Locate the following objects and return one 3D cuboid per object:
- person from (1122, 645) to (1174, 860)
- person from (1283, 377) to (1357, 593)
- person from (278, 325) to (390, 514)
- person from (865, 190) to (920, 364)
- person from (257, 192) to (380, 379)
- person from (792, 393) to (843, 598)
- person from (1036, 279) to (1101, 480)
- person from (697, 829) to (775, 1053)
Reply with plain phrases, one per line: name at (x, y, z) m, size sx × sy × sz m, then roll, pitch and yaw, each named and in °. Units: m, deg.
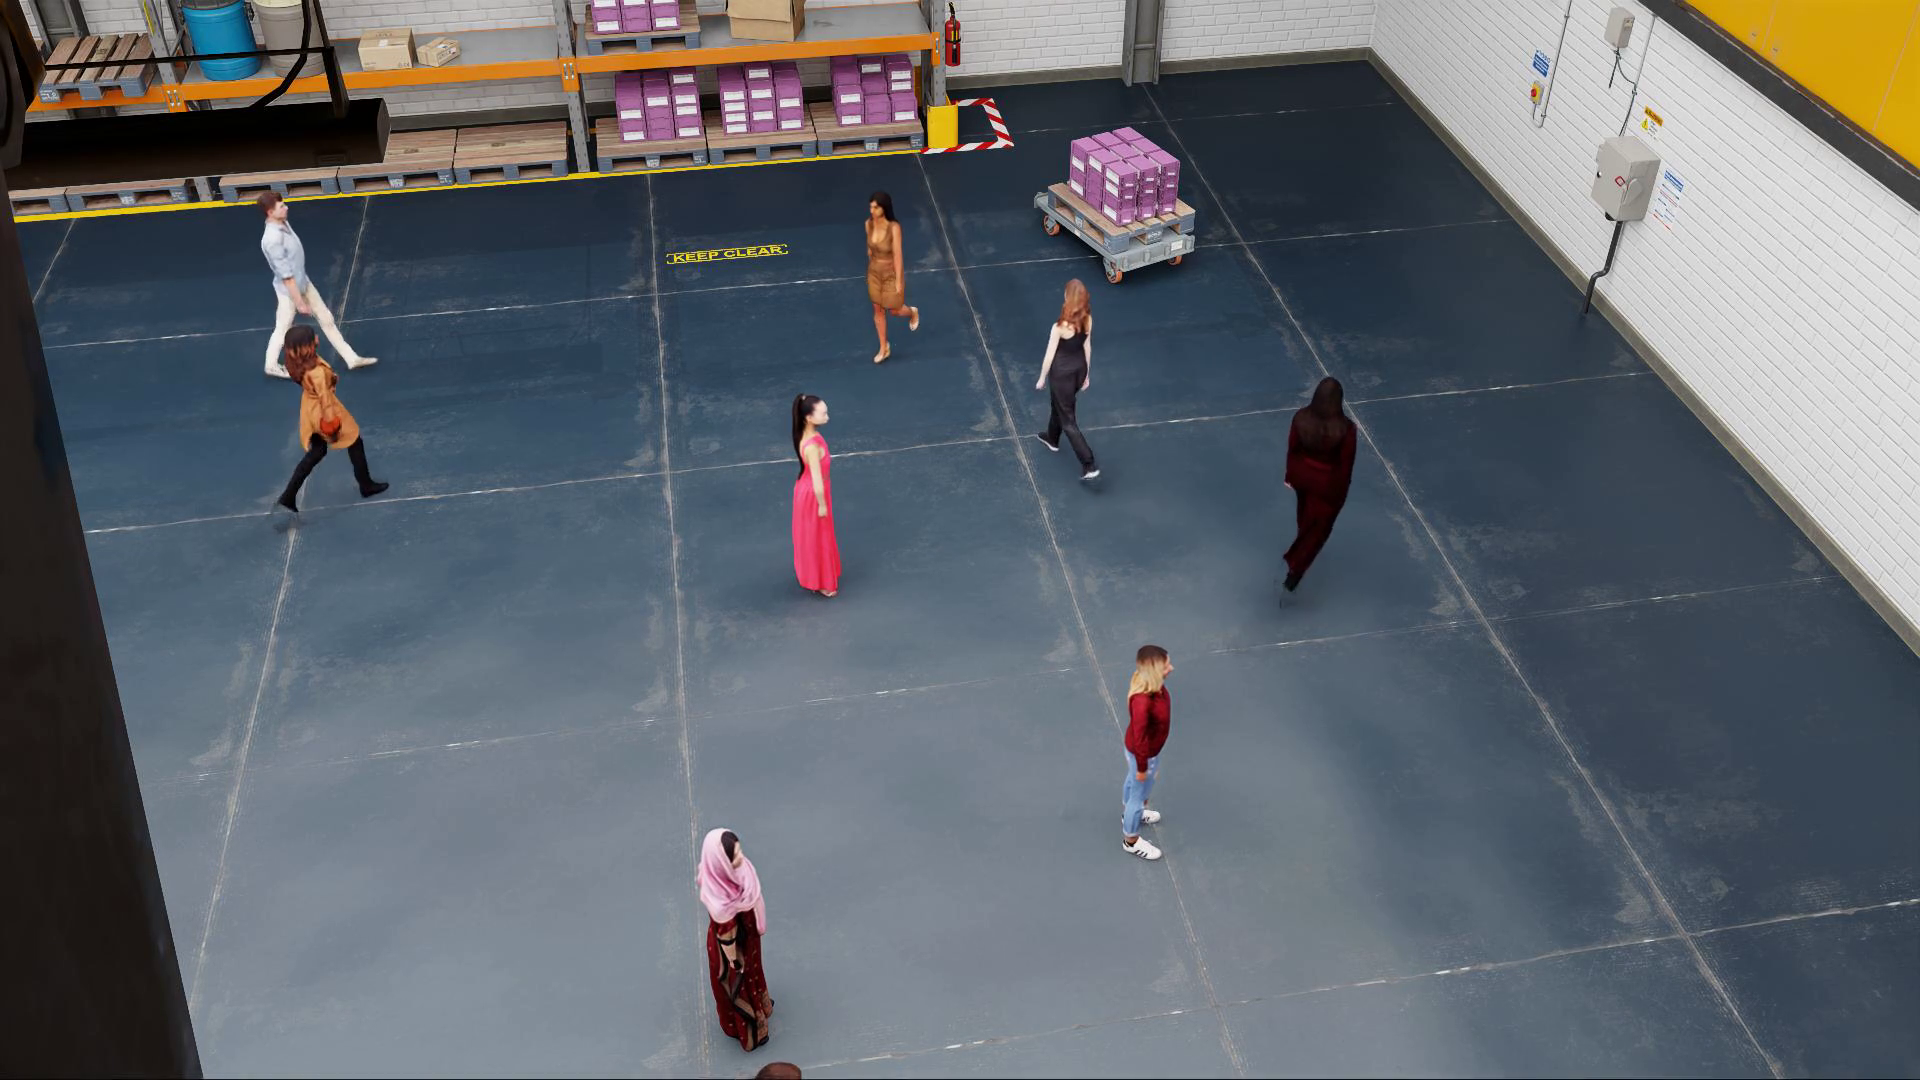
person at (1.154, 1.287, 10.391) m, size 0.625 × 1.634 × 0.663 m, roll 4°, pitch 39°, yaw 6°
person at (2.643, -0.386, 12.412) m, size 1.094 × 1.727 × 1.165 m, roll 24°, pitch 45°, yaw 27°
person at (-5.092, -0.923, 13.110) m, size 1.079 × 1.695 × 1.215 m, roll 32°, pitch 48°, yaw 33°
person at (-0.610, -2.398, 14.975) m, size 0.875 × 1.671 × 0.922 m, roll 22°, pitch 43°, yaw 25°
person at (-5.945, -2.182, 14.601) m, size 1.248 × 1.800 × 0.719 m, roll -4°, pitch 39°, yaw -5°
person at (-1.085, -0.331, 12.343) m, size 0.561 × 1.726 × 0.608 m, roll -8°, pitch 39°, yaw -9°
person at (0.927, -1.279, 13.538) m, size 1.122 × 1.717 × 0.991 m, roll -27°, pitch 46°, yaw -29°
person at (-1.262, 2.189, 9.259) m, size 0.672 × 1.637 × 0.712 m, roll 2°, pitch 39°, yaw 2°
